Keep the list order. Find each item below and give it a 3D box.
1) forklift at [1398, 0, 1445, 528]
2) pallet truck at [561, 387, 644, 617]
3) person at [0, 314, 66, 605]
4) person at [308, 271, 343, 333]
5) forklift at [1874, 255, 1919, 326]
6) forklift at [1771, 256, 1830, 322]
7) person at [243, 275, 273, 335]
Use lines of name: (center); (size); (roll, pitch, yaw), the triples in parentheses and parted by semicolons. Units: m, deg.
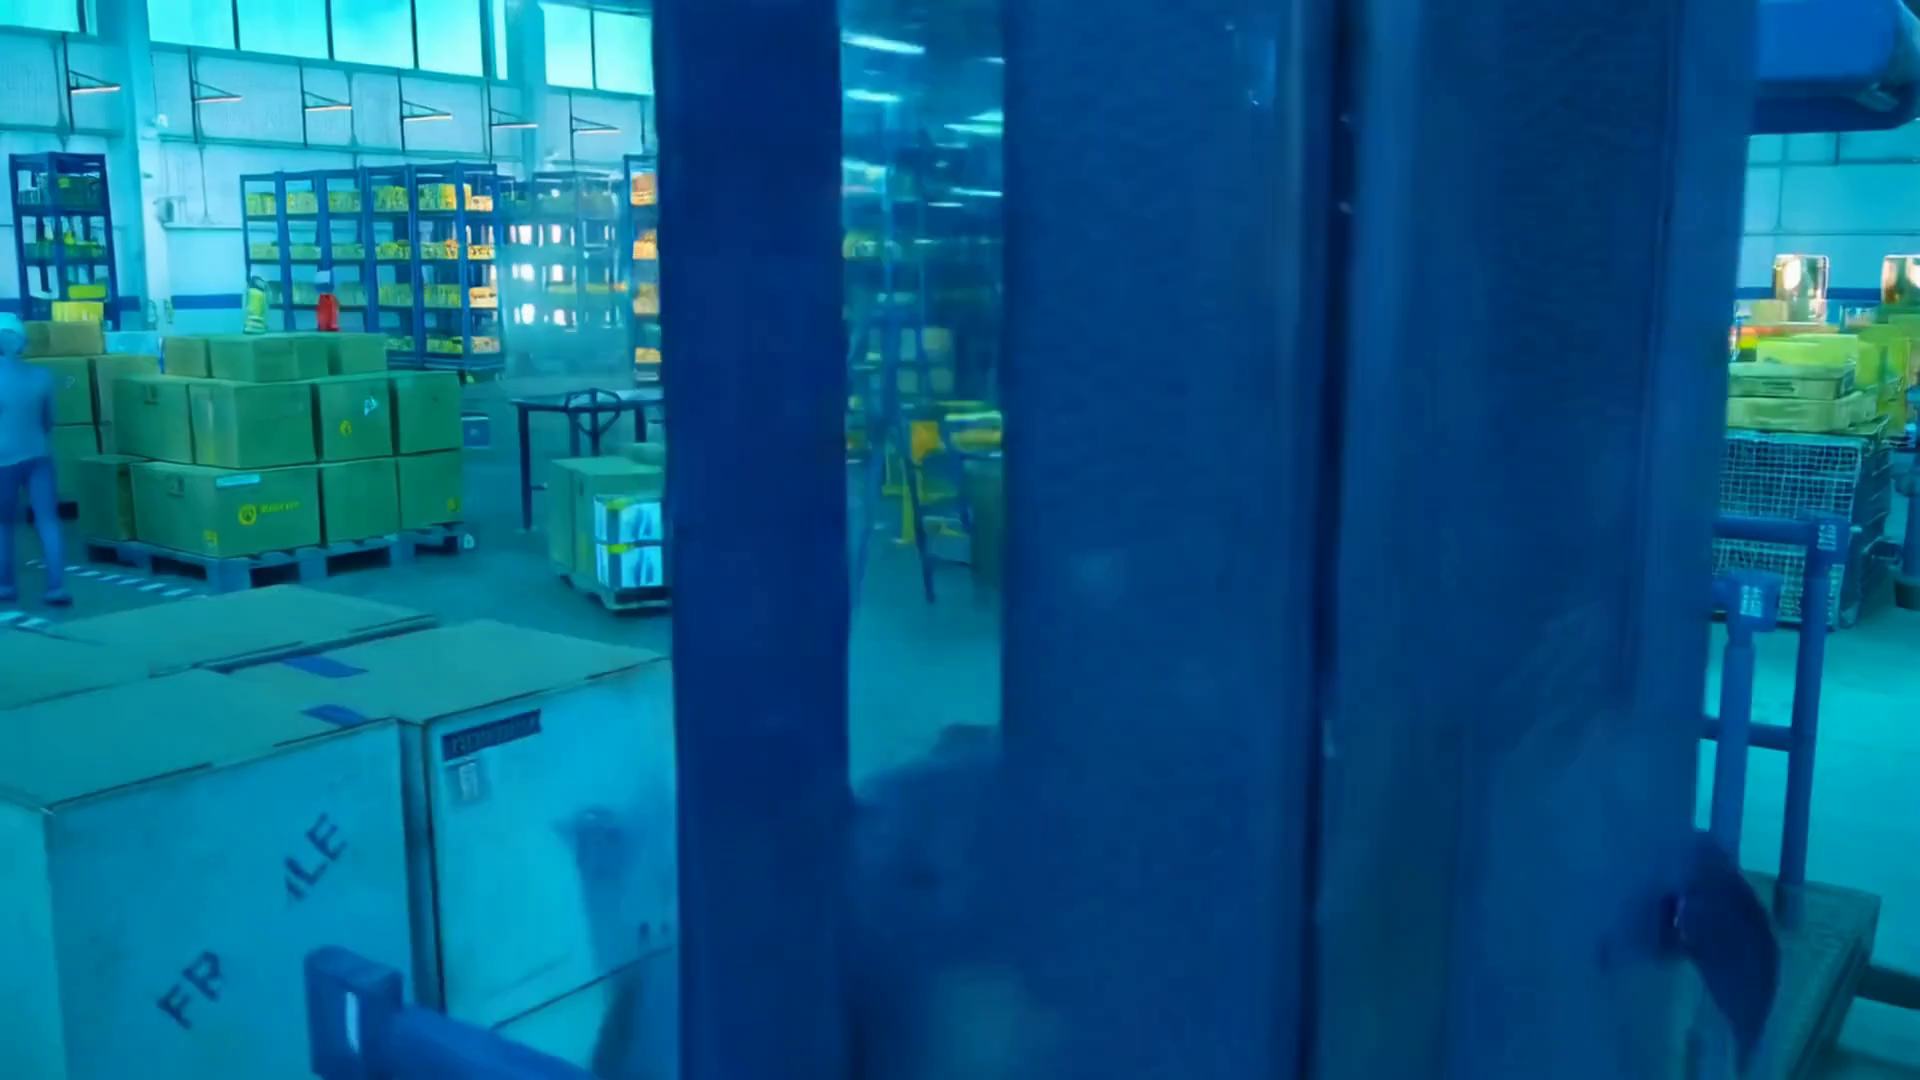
forklift: (1.249, -0.137, 4.360); (1.873, 2.768, 1.129); (7, 12, 35)
pallet truck: (-1.981, -0.274, 10.088); (0.680, 1.201, 1.601); (-5, 11, -28)
person: (-5.615, -0.474, 9.865); (0.970, 1.699, 0.527); (7, 12, 38)
person: (-8.605, -2.712, 22.663); (1.023, 1.897, 0.619); (0, 10, -2)
forklift: (22.089, -5.634, 38.796); (1.157, 1.987, 2.680); (6, 11, 33)
forklift: (20.253, -5.854, 40.139); (1.157, 1.987, 2.680); (7, 12, 35)
person: (-12.006, -3.626, 28.425); (0.438, 1.784, 0.675); (-9, 13, -44)
